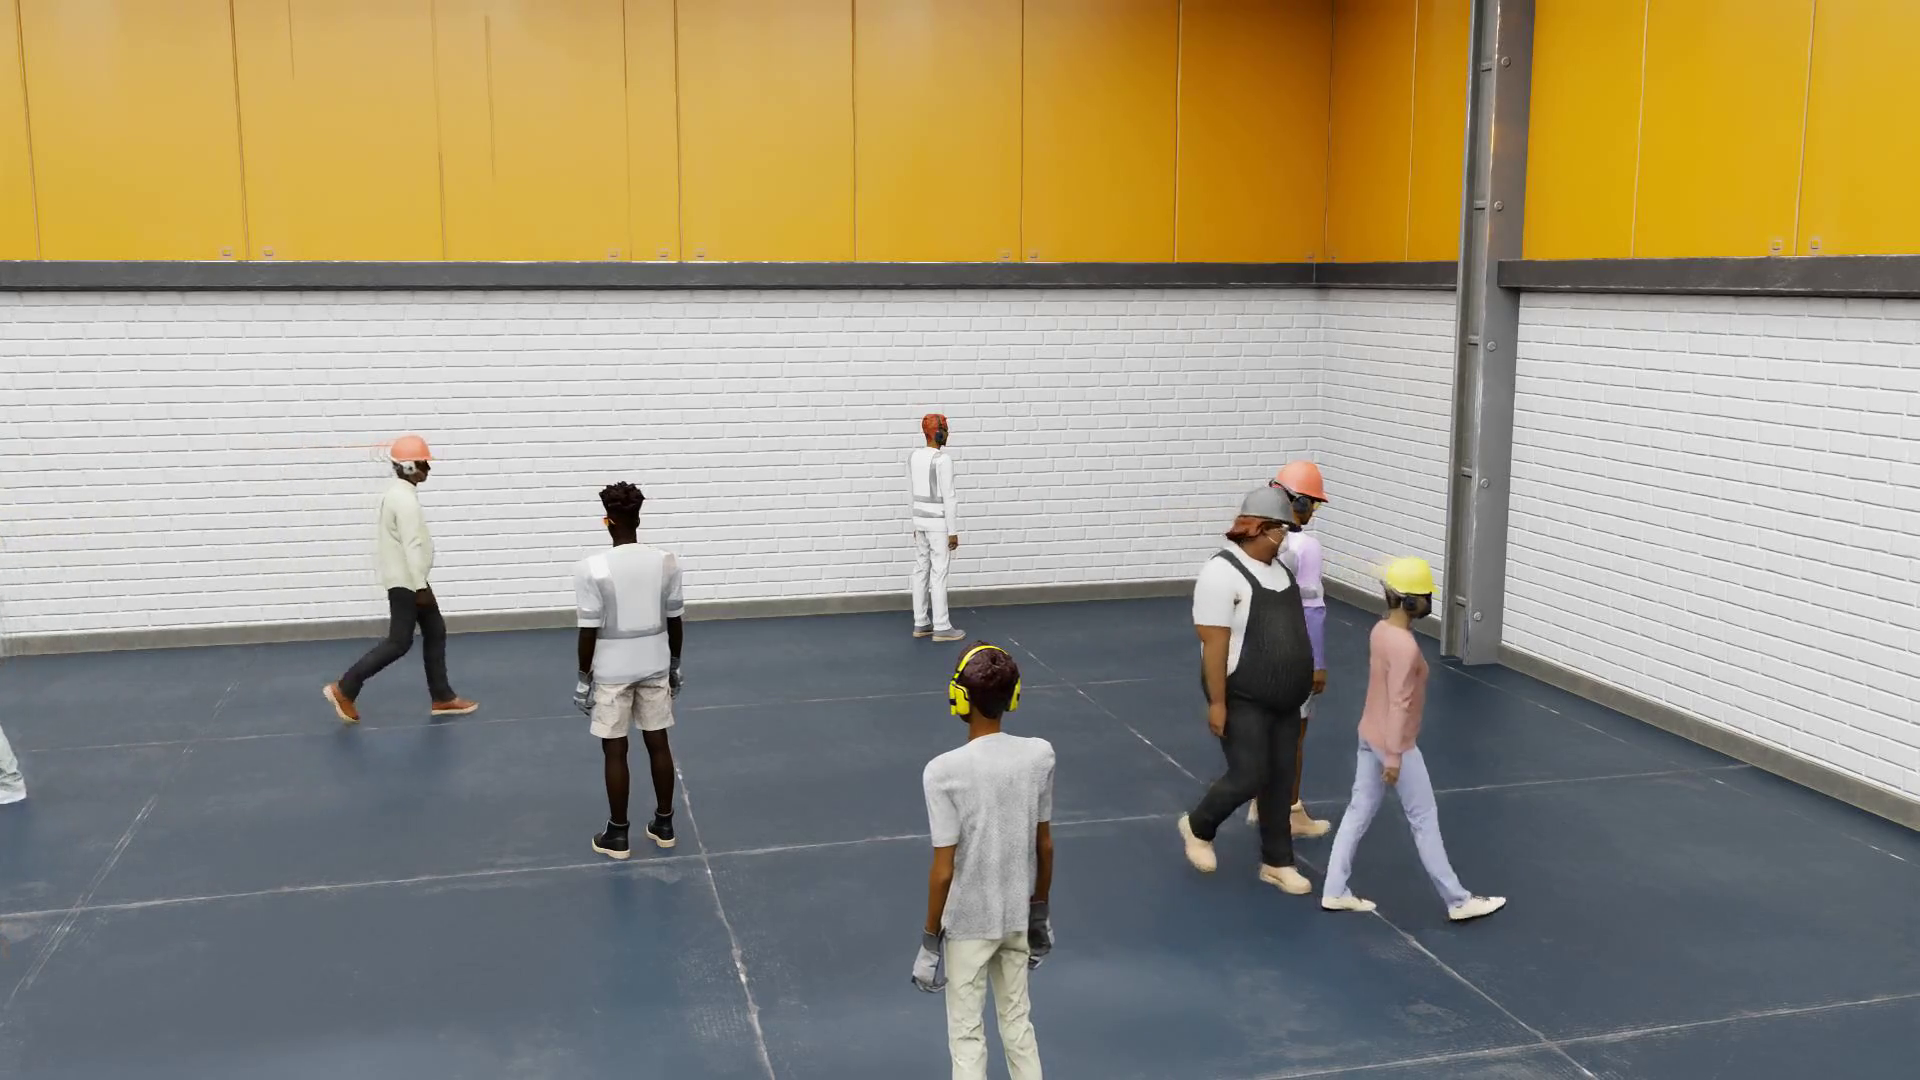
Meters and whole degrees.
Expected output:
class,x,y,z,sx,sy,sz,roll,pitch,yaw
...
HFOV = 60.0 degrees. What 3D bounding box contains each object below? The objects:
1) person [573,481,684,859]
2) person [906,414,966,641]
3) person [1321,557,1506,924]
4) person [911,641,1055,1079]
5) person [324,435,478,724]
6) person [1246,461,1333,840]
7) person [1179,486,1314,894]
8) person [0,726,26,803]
class,x,y,z,sx,sy,sz,roll,pitch,yaw
person,-1.725,0.670,8.671,0.617,1.963,0.361,-7,11,-36
person,-0.210,-0.105,13.771,0.356,1.883,0.572,-7,12,-38
person,2.111,0.937,7.757,0.822,1.727,0.542,0,9,-2
person,0.074,1.248,5.364,0.539,1.869,0.313,-7,11,-35
person,-3.801,0.269,11.201,0.907,1.960,0.608,-3,9,-16
person,1.780,0.589,8.969,0.389,2.034,0.605,-5,10,-26
person,1.456,0.715,8.157,0.708,2.000,0.585,-8,12,-42
person,-5.792,0.672,9.462,0.899,1.695,0.503,0,9,0
